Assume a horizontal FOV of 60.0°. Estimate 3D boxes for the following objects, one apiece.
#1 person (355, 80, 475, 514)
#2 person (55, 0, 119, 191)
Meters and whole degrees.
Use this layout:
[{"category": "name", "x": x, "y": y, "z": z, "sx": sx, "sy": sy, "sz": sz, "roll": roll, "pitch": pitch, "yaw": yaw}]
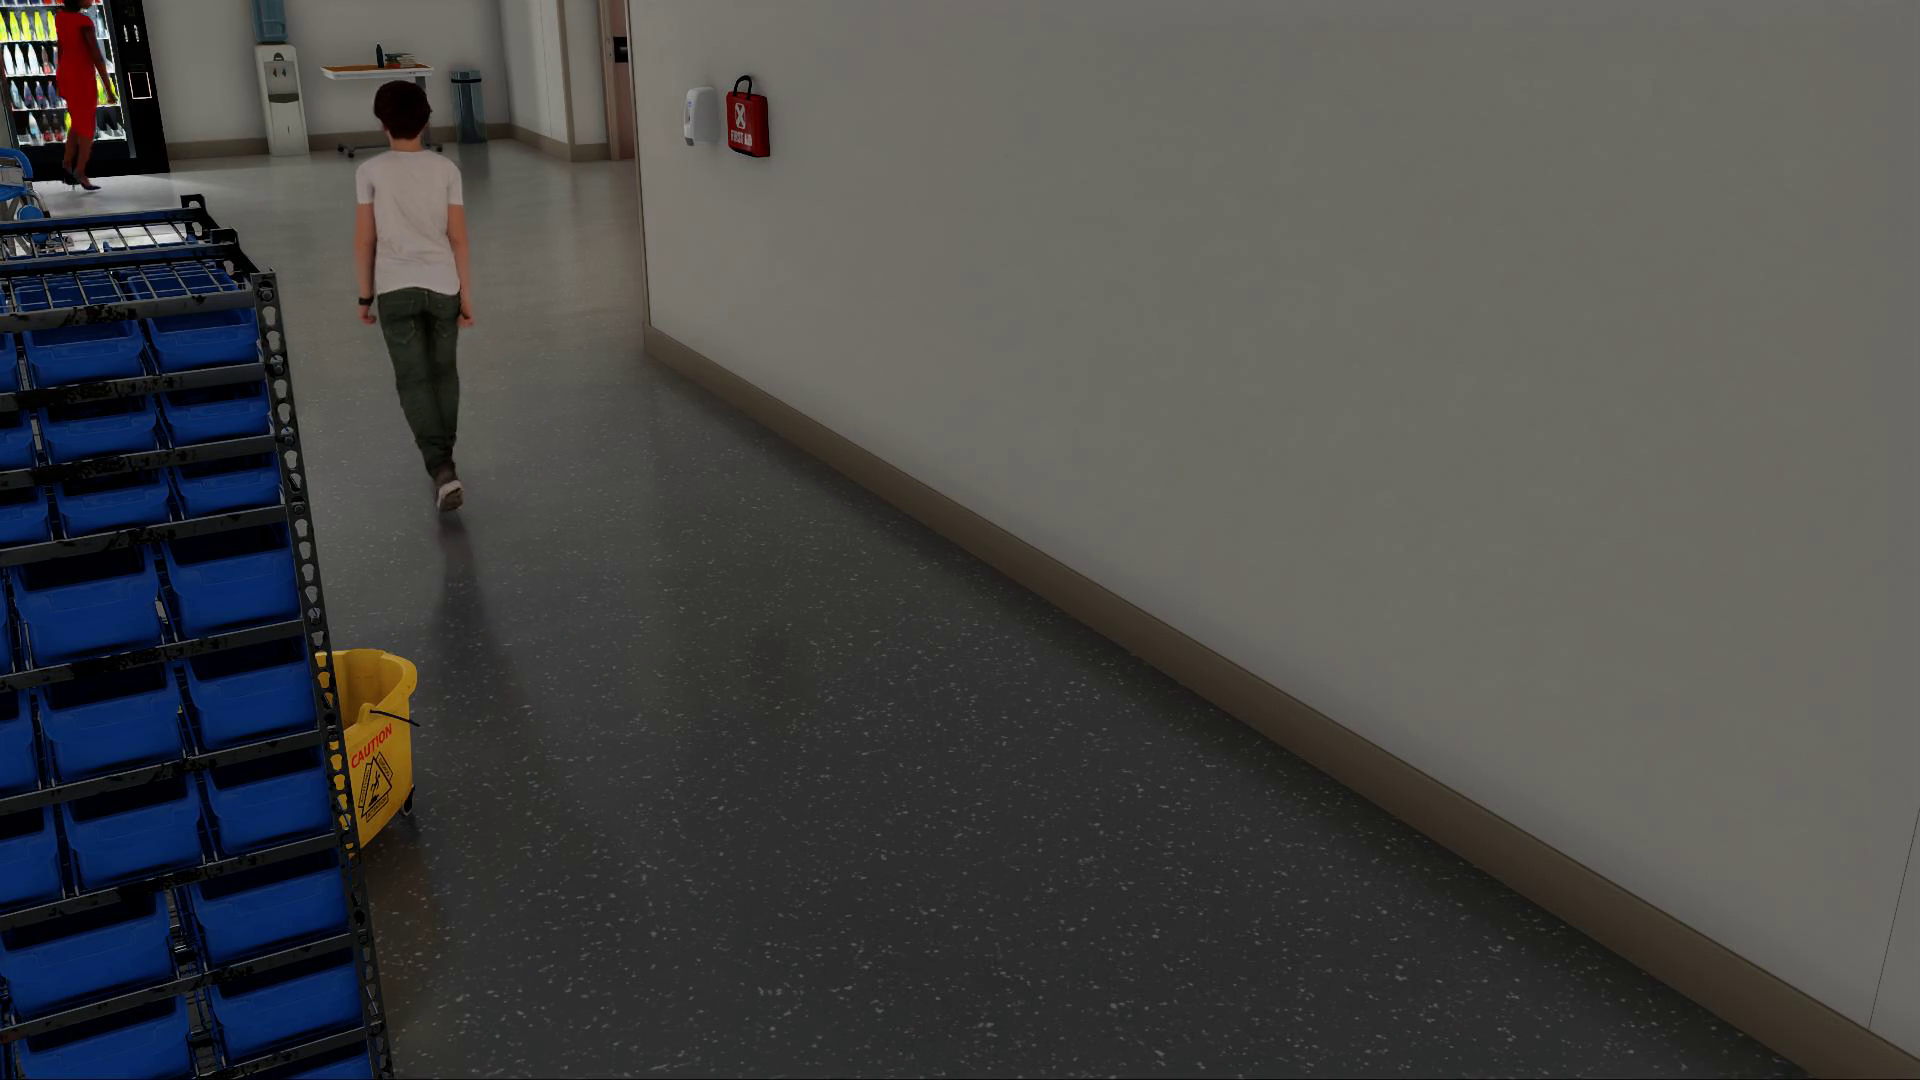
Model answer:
[{"category": "person", "x": -2.075, "y": -0.896, "z": 6.404, "sx": 1.062, "sy": 1.621, "sz": 0.701, "roll": -10, "pitch": 23, "yaw": -24}, {"category": "person", "x": -7.386, "y": -3.763, "z": 13.844, "sx": 0.775, "sy": 1.714, "sz": 0.795, "roll": 5, "pitch": 21, "yaw": 12}]
